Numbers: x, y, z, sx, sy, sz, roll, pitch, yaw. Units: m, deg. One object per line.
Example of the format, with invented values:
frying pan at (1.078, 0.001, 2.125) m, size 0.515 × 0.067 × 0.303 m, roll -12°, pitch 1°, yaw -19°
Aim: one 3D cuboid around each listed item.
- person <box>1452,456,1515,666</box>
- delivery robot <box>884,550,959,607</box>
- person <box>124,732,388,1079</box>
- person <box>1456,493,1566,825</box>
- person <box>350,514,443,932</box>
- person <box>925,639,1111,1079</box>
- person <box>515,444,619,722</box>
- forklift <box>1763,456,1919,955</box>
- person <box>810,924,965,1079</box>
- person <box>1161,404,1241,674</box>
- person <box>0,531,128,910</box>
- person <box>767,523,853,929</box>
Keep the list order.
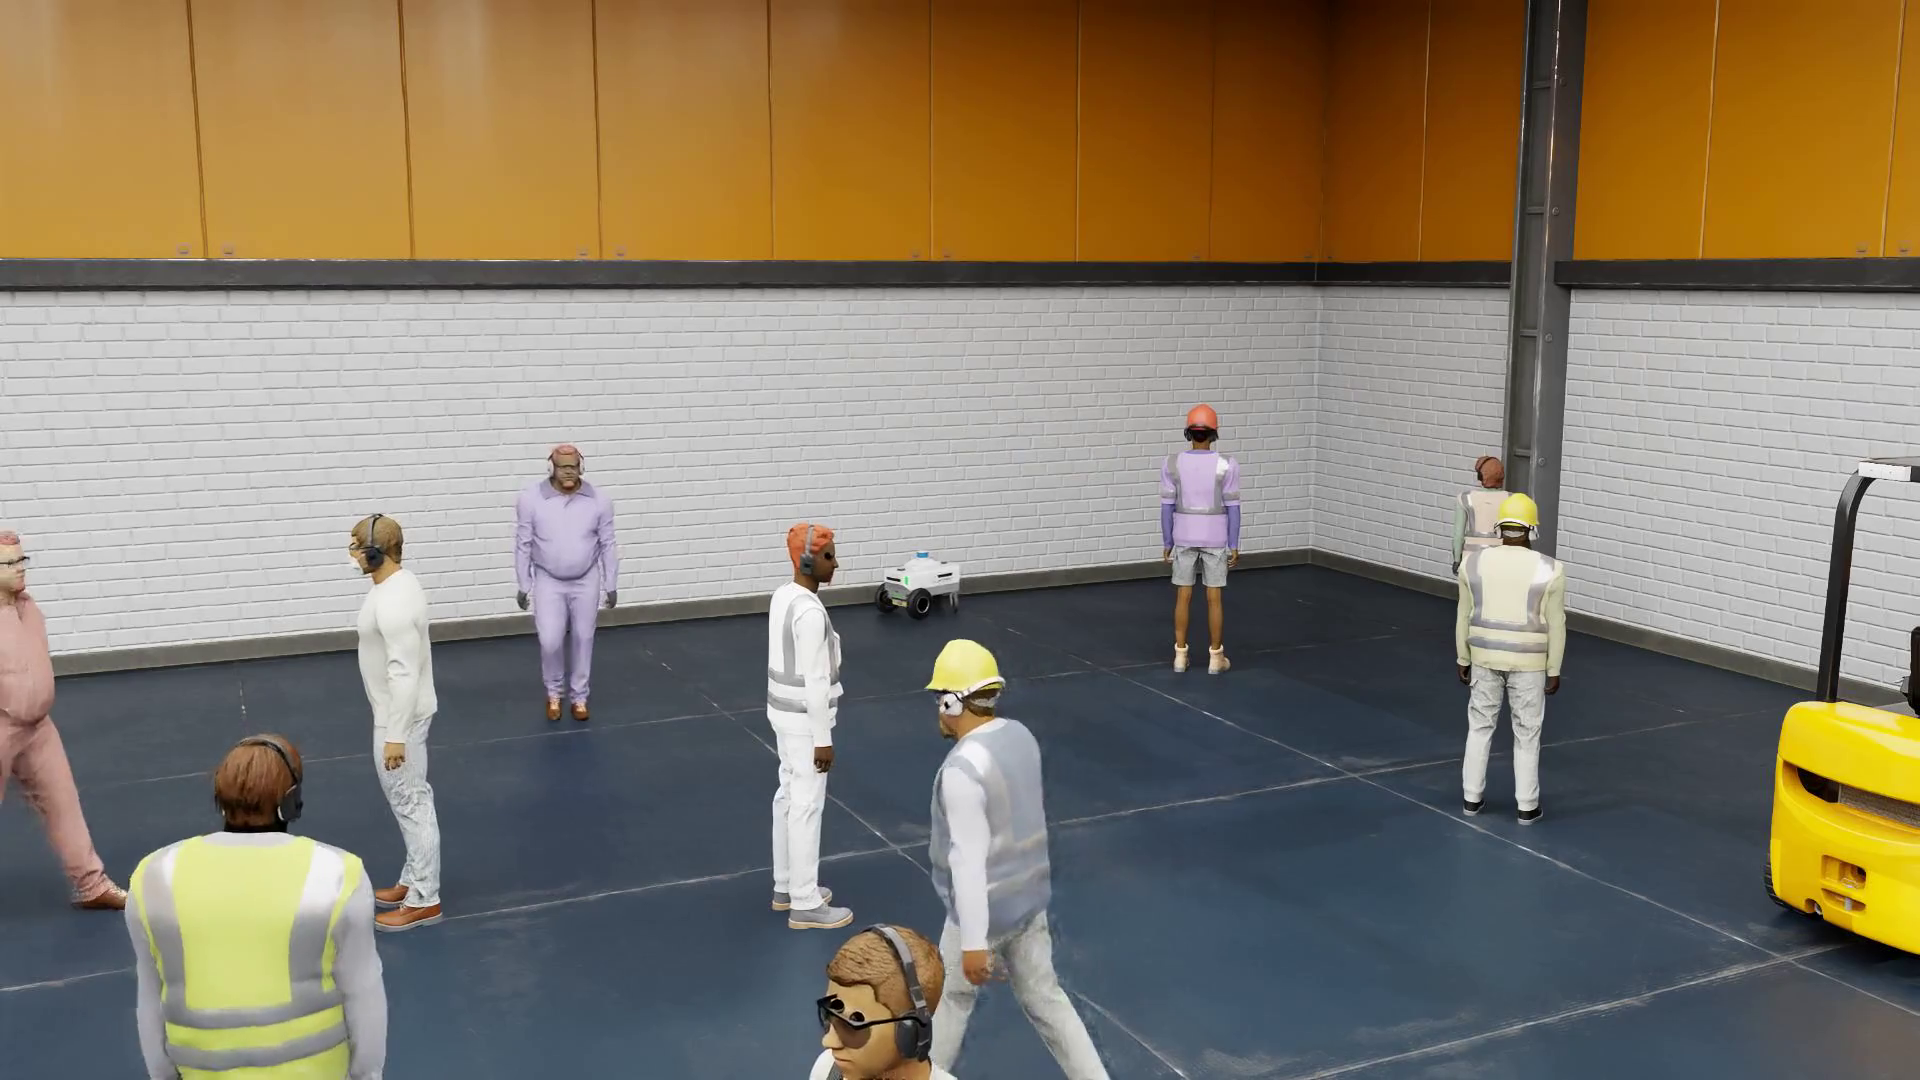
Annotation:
person at (4.020, 0.178, 12.698) m, size 0.522 × 1.642 × 0.306 m, roll 2°, pitch 9°, yaw 14°
delivery robot at (-0.334, 0.335, 14.795) m, size 0.477 × 0.478 × 0.707 m, roll 9°, pitch 13°, yaw 44°
person at (-1.848, 1.420, 4.426) m, size 0.641 × 1.822 × 0.536 m, roll -1°, pitch 9°, yaw -7°
person at (3.042, 0.653, 9.208) m, size 0.591 × 1.823 × 0.404 m, roll 6°, pitch 11°, yaw 31°
person at (-2.606, 0.835, 7.711) m, size 0.359 × 1.936 × 0.632 m, roll -3°, pitch 10°, yaw -18°
person at (0.150, 1.238, 5.728) m, size 0.940 × 1.781 × 0.635 m, roll 5°, pitch 10°, yaw 28°
person at (-2.625, 0.297, 11.176) m, size 0.678 × 1.889 × 0.464 m, roll -3°, pitch 10°, yaw -19°
forklift at (4.857, 0.731, 7.561) m, size 2.313 × 2.155 × 1.214 m, roll -4°, pitch 10°, yaw -25°
person at (-0.117, 1.609, 3.187) m, size 0.508 × 1.844 × 0.336 m, roll 9°, pitch 13°, yaw 43°
person at (1.817, -0.004, 12.578) m, size 0.607 × 2.047 × 0.366 m, roll 3°, pitch 10°, yaw 17°
person at (-4.422, 0.874, 7.725) m, size 0.969 × 1.859 × 0.658 m, roll 1°, pitch 9°, yaw 4°
person at (-0.720, 0.856, 7.745) m, size 0.339 × 1.882 × 0.581 m, roll -3°, pitch 10°, yaw -21°
